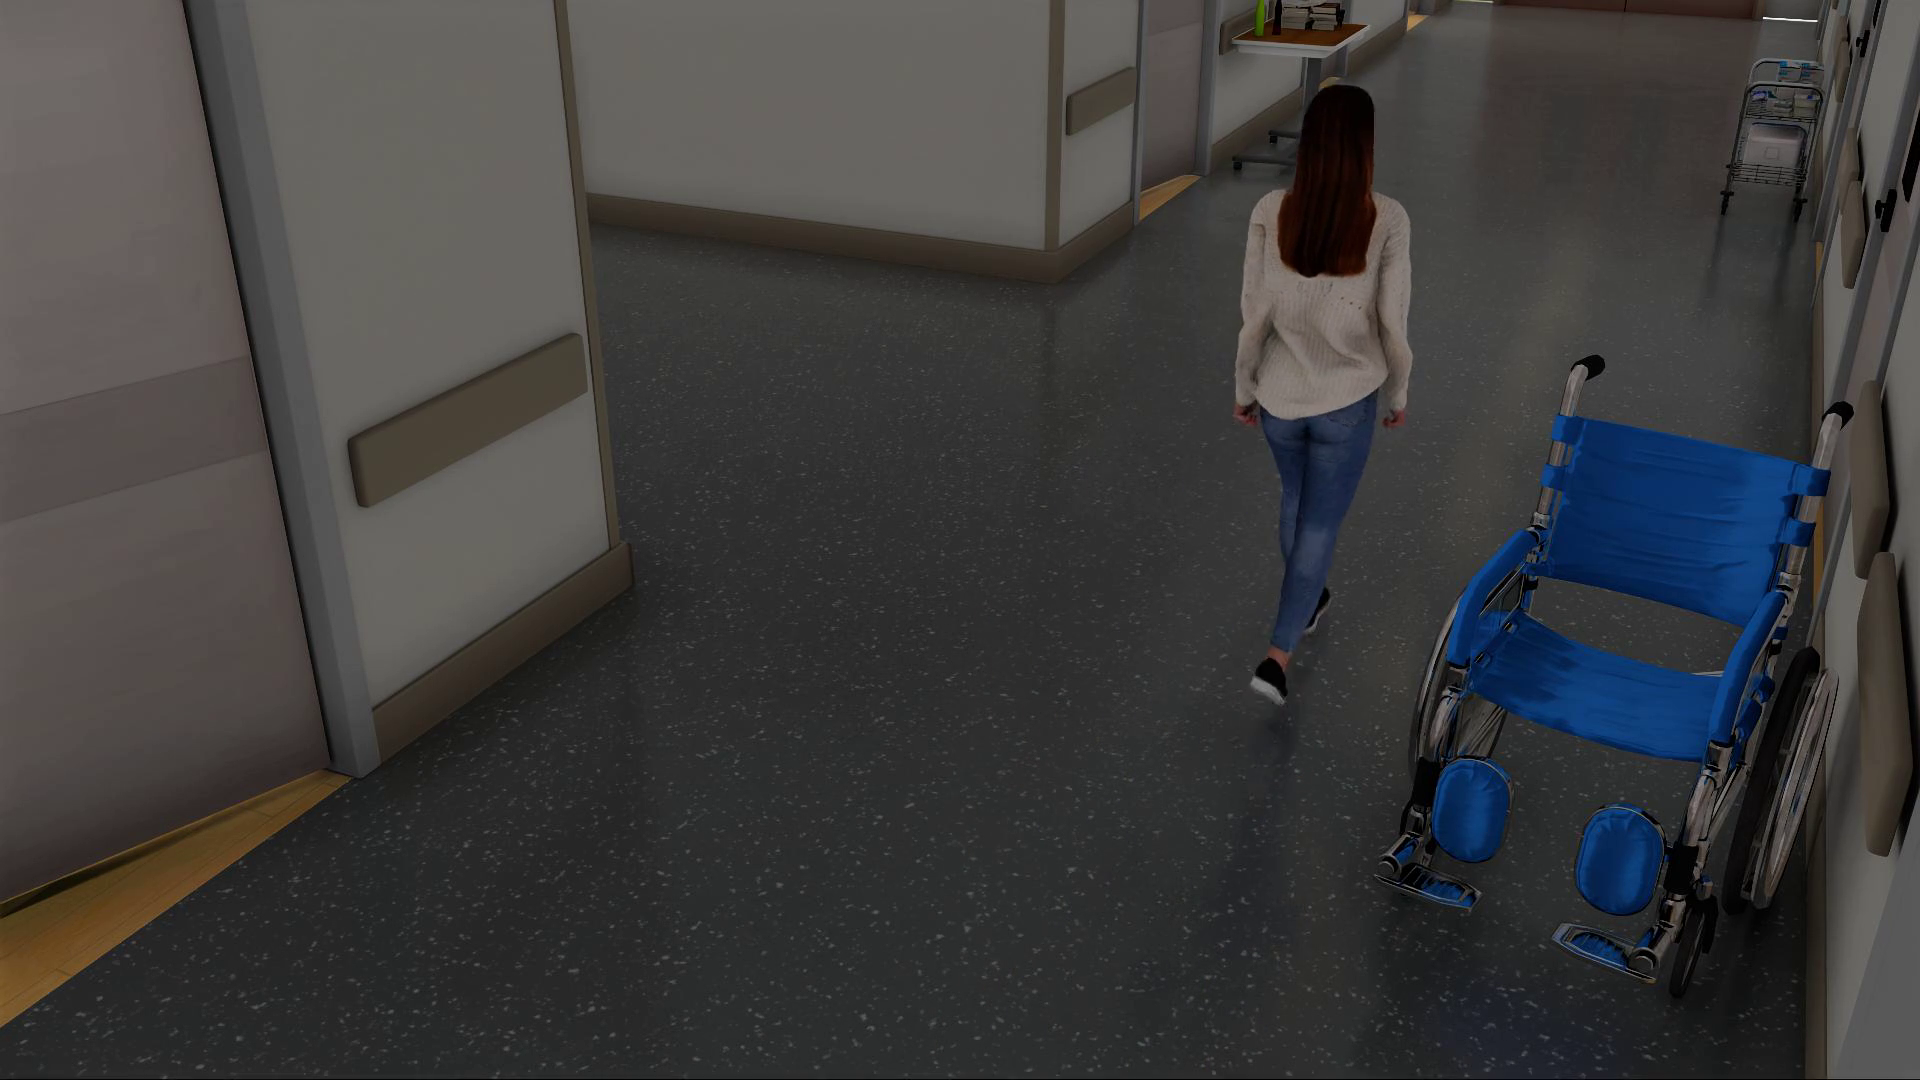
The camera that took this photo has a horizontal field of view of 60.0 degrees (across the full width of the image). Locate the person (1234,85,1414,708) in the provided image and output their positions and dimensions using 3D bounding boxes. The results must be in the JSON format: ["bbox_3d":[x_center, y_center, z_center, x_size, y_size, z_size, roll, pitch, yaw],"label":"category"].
[{"bbox_3d":[0.957,-0.335,4.486,0.627,1.657,1.096,12,28,24],"label":"person"}]
